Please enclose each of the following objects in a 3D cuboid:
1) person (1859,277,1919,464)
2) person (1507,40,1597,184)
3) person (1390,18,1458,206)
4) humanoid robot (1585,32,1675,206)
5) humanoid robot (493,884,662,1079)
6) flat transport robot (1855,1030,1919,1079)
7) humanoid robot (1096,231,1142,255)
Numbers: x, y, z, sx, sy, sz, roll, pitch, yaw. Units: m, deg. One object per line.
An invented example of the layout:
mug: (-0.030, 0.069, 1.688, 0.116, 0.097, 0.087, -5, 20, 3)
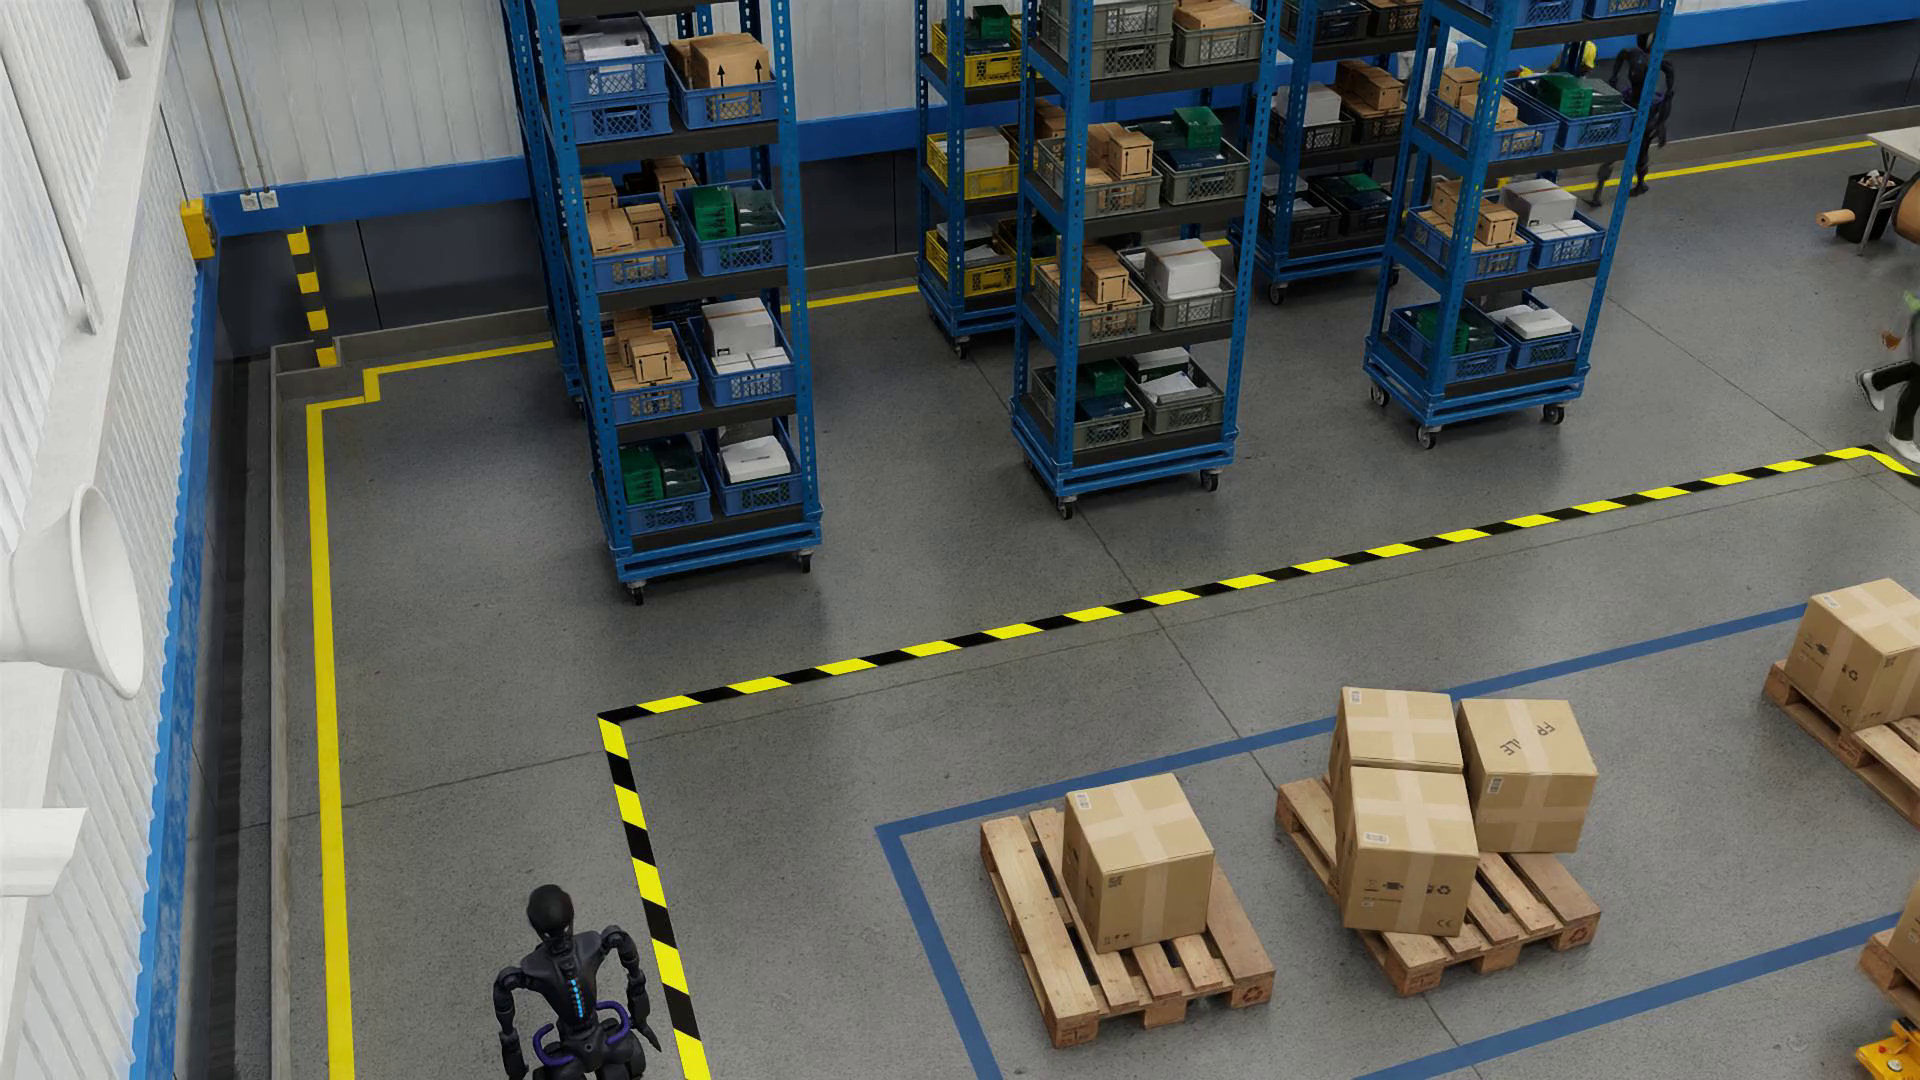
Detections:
person: (6.280, -1.421, 10.729, 0.603, 1.817, 0.755, -12, 37, -16)
person: (4.676, -3.237, 13.399, 0.585, 1.694, 0.546, 1, 35, 1)
person: (3.735, -3.472, 13.588, 0.515, 1.873, 0.327, -2, 35, -3)
humanoid robot: (5.687, -3.574, 13.955, 0.824, 1.612, 0.606, -28, 44, -34)
humanoid robot: (-1.397, 1.898, 6.132, 0.599, 1.655, 0.315, -18, 39, -24)
flat transport robot: (4.580, 2.169, 6.956, 1.431, 0.197, 0.652, -11, 37, -15)
humanoid robot: (1.001, -1.691, 11.229, 0.374, 1.642, 0.612, -23, 41, -29)
